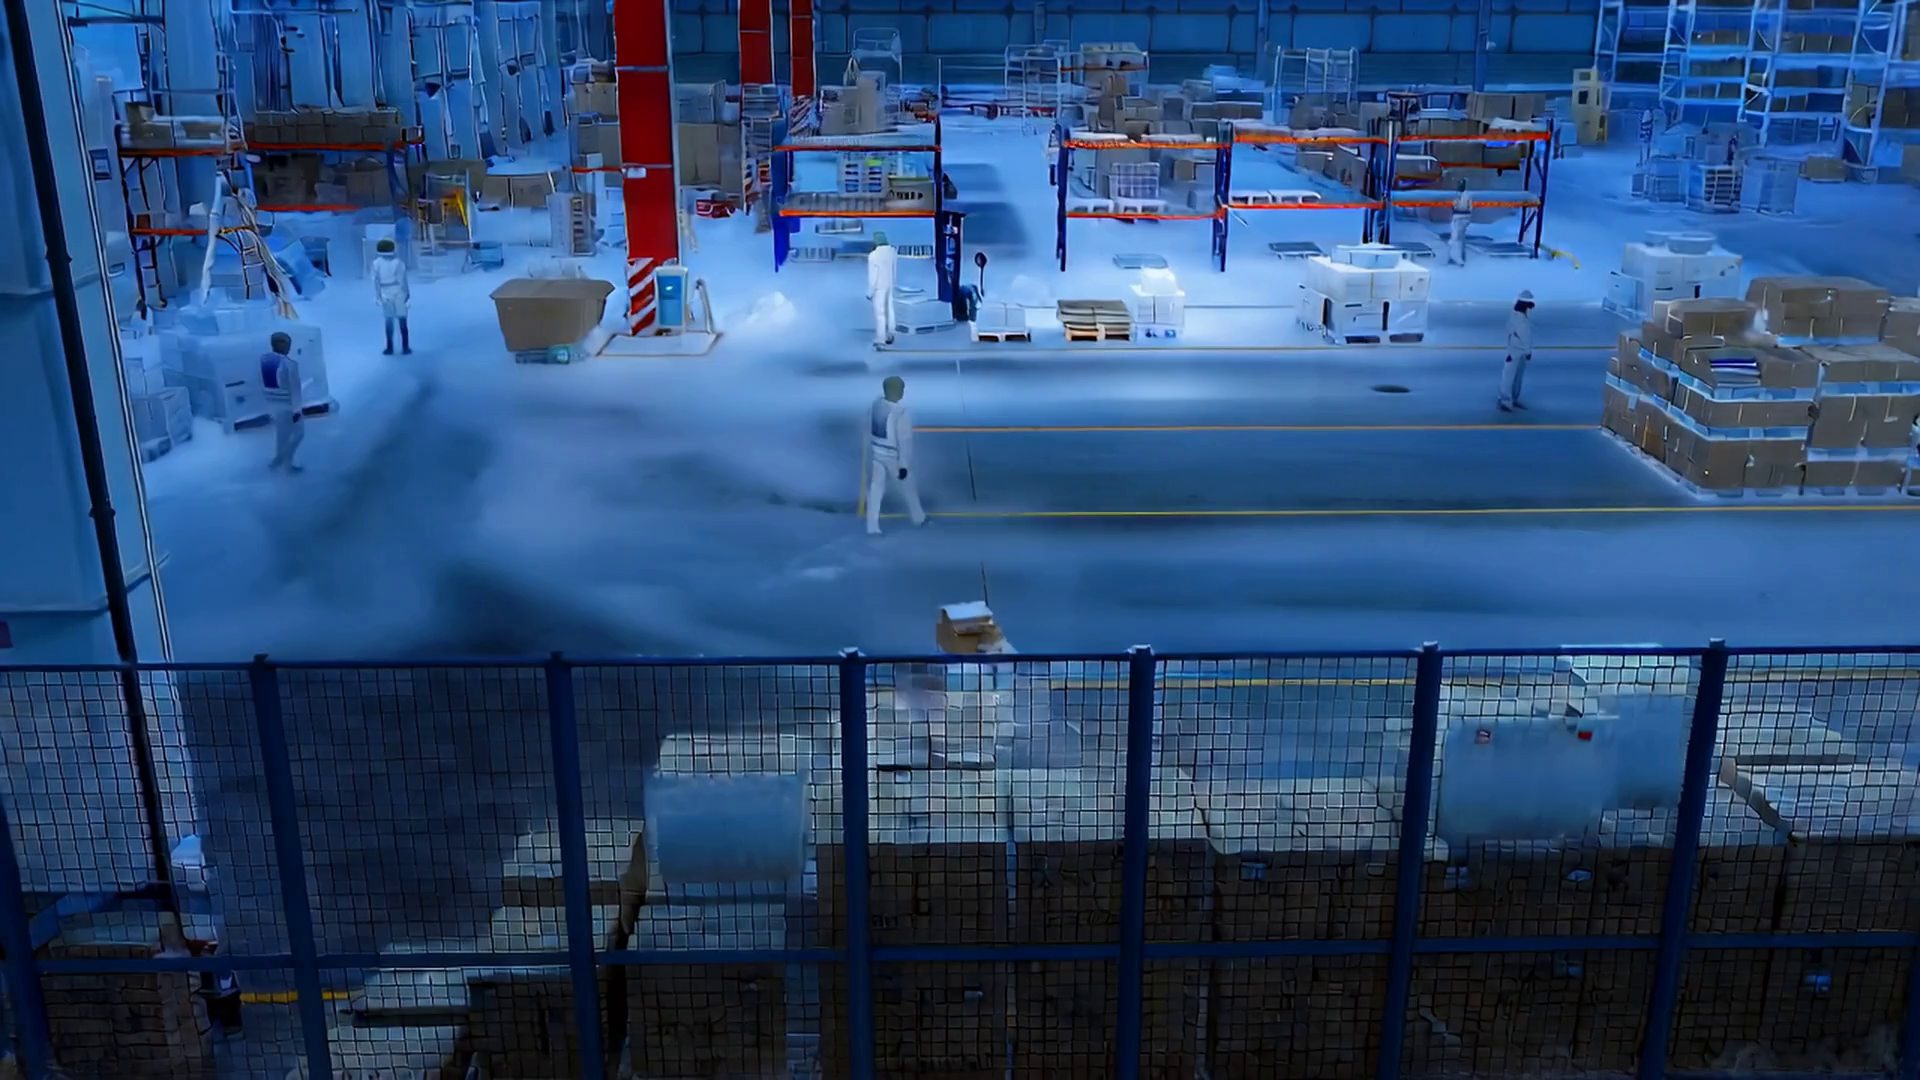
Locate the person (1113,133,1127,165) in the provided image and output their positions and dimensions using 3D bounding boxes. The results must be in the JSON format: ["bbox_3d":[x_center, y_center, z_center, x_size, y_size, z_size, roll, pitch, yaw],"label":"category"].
[{"bbox_3d":[4.473,-10.204,45.677,0.762,1.892,0.606,0,19,0],"label":"person"}]

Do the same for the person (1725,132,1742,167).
[{"bbox_3d":[22.927,-11.320,49.410,0.522,1.614,0.770,-7,20,-19],"label":"person"}]

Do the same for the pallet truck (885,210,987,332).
[{"bbox_3d":[-0.493,-4.759,29.349,1.885,1.965,0.823,-13,23,-34],"label":"pallet truck"}]

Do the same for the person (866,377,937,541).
[{"bbox_3d":[-0.691,-0.911,18.237,0.644,1.793,0.946,17,25,41],"label":"person"}]

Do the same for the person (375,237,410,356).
[{"bbox_3d":[-9.245,-3.965,27.083,0.542,1.939,0.363,1,19,4],"label":"person"}]

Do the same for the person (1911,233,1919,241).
[{"bbox_3d":[22.599,-7.859,38.599,0.637,1.948,0.960,-12,22,-31],"label":"person"}]

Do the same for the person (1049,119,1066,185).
[{"bbox_3d":[2.927,-11.602,49.741,0.545,1.938,0.355,-7,20,-21],"label":"person"}]

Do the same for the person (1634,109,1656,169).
[{"bbox_3d":[22.228,-12.992,53.914,0.397,1.911,0.587,-8,20,-24],"label":"person"}]

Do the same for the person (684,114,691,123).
[{"bbox_3d":[-8.922,-13.143,54.684,0.316,1.695,0.541,3,19,9],"label":"person"}]

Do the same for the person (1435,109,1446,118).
[{"bbox_3d":[16.653,-14.179,57.887,0.523,1.620,0.668,-4,19,-12],"label":"person"}]

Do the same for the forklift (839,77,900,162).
[{"bbox_3d":[-2.996,-13.906,55.124,1.873,2.768,1.129,4,19,11],"label":"forklift"}]

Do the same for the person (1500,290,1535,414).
[{"bbox_3d":[7.930,-2.670,23.544,0.493,1.743,0.299,-13,23,-34],"label":"person"}]

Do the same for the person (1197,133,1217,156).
[{"bbox_3d":[6.754,-10.136,45.450,0.652,1.900,0.639,14,23,35],"label":"person"}]

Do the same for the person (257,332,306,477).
[{"bbox_3d":[-8.287,-1.630,20.338,0.665,1.822,0.513,9,20,24],"label":"person"}]

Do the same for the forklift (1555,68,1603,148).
[{"bbox_3d":[22.749,-15.805,60.757,1.129,2.768,1.873,-5,19,-14],"label":"forklift"}]

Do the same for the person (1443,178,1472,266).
[{"bbox_3d":[10.706,-6.832,35.696,0.377,1.869,0.607,-10,21,-27],"label":"person"}]

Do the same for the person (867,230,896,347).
[{"bbox_3d":[-1.316,-4.198,27.782,0.355,1.933,0.633,15,24,37],"label":"person"}]

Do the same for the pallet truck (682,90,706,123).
[{"bbox_3d":[-9.671,-15.907,62.421,0.823,1.965,1.885,5,19,15],"label":"pallet truck"}]

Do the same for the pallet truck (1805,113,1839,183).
[{"bbox_3d":[26.403,-11.957,50.702,0.823,1.965,1.885,6,19,16],"label":"pallet truck"}]

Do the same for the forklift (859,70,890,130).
[{"bbox_3d":[-3.114,-15.259,59.139,1.129,2.768,1.873,2,19,5],"label":"forklift"}]
